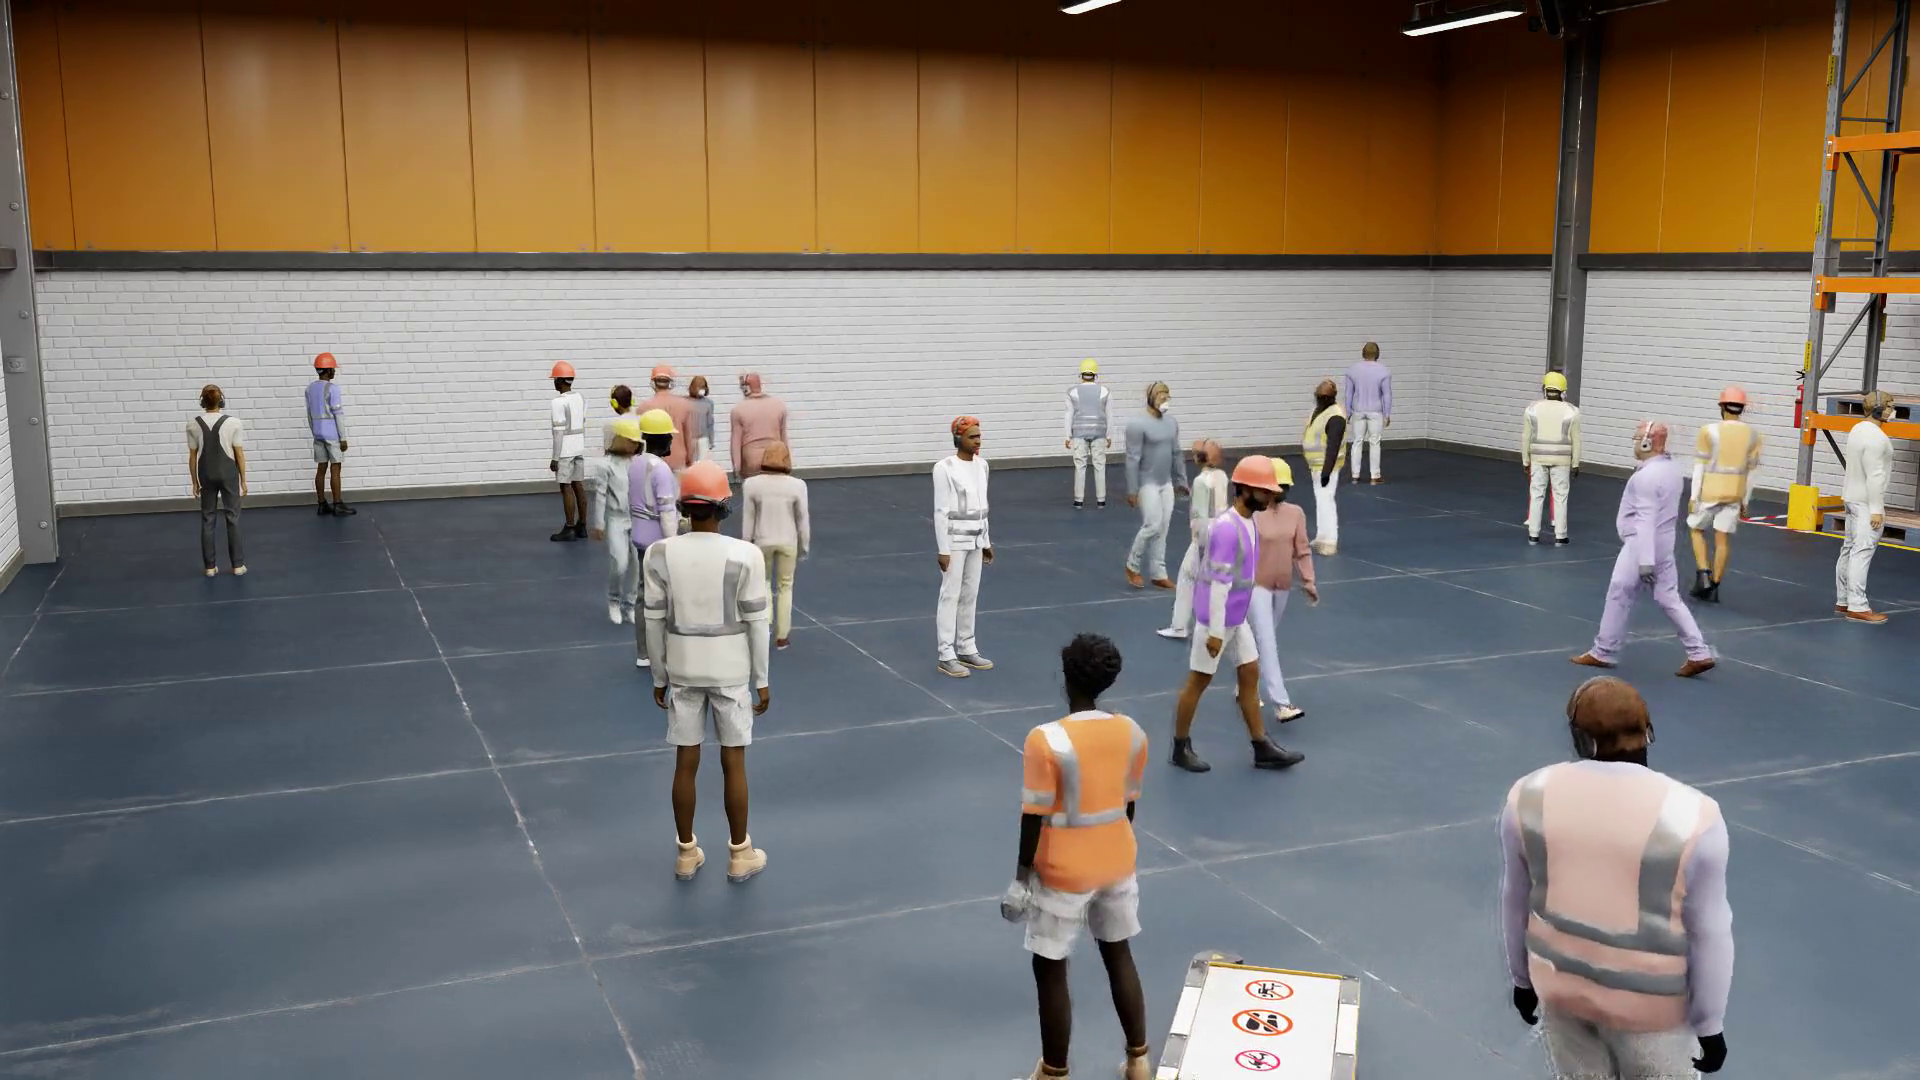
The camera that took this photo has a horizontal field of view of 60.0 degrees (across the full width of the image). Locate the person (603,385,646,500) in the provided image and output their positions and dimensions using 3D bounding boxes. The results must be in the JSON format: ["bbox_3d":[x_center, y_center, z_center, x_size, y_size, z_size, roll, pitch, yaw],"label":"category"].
[{"bbox_3d":[-3.185,-0.565,15.916,0.535,1.823,0.929,-7,12,-36],"label":"person"}]

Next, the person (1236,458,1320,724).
[{"bbox_3d":[2.065,0.325,10.865,0.528,1.713,0.931,-5,10,-26],"label":"person"}]

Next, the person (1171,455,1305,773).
[{"bbox_3d":[1.612,0.446,9.668,0.806,1.884,0.575,5,11,27],"label":"person"}]

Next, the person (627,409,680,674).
[{"bbox_3d":[-2.204,0.010,12.122,0.369,1.928,0.586,-7,11,-35],"label":"person"}]

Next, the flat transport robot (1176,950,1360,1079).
[{"bbox_3d":[1.084,1.854,5.958,0.652,0.197,1.431,2,10,15],"label":"flat transport robot"}]

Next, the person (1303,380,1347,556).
[{"bbox_3d":[3.739,-0.756,17.173,0.433,1.811,0.756,-1,9,-4],"label":"person"}]

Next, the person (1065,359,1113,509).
[{"bbox_3d":[1.569,-1.289,20.277,0.586,1.835,0.403,0,9,0],"label":"person"}]

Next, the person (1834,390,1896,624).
[{"bbox_3d":[7.558,-0.282,13.862,0.373,1.940,0.627,2,10,13],"label":"person"}]

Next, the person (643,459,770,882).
[{"bbox_3d":[-1.201,0.633,7.998,0.607,2.044,0.378,1,9,8],"label":"person"}]

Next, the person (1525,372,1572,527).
[{"bbox_3d":[6.663,-1.021,18.865,0.526,1.768,0.316,1,9,9],"label":"person"}]

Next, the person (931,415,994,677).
[{"bbox_3d":[0.031,0.039,12.083,0.354,1.883,0.573,7,12,38],"label":"person"}]

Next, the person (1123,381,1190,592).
[{"bbox_3d":[1.790,-0.487,15.128,0.441,1.929,0.654,9,13,43],"label":"person"}]

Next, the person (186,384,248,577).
[{"bbox_3d":[-7.082,-0.563,15.886,0.501,1.839,0.341,-2,10,-10],"label":"person"}]

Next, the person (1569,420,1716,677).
[{"bbox_3d":[5.009,0.062,12.024,0.988,1.868,0.646,9,13,43],"label":"person"}]

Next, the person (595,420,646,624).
[{"bbox_3d":[-2.733,-0.138,13.667,0.511,1.710,0.408,-7,12,-36],"label":"person"}]

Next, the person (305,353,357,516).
[{"bbox_3d":[-7.470,-1.246,19.701,0.544,1.939,0.354,5,11,27],"label":"person"}]

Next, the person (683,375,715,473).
[{"bbox_3d":[-3.322,-1.257,20.722,0.529,1.611,0.480,-7,12,-36],"label":"person"}]

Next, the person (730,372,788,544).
[{"bbox_3d":[-2.089,-0.827,17.400,0.659,1.867,0.802,-4,10,-23],"label":"person"}]

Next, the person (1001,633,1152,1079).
[{"bbox_3d":[0.446,1.178,5.840,0.591,1.674,0.390,-7,12,-37],"label":"person"}]

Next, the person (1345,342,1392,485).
[{"bbox_3d":[5.527,-1.711,22.525,0.635,1.936,0.352,5,11,29],"label":"person"}]

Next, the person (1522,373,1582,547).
[{"bbox_3d":[6.255,-0.846,17.595,0.597,1.831,0.403,5,11,29],"label":"person"}]

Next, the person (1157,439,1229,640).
[{"bbox_3d":[1.893,0.010,13.088,0.729,1.614,0.529,7,12,37],"label":"person"}]

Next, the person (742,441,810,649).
[{"bbox_3d":[-1.418,0.037,12.891,0.520,1.617,0.353,0,9,-1],"label":"person"}]

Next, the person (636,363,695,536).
[{"bbox_3d":[-2.979,-0.804,16.919,0.662,1.969,0.642,-6,11,-31],"label":"person"}]

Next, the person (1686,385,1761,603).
[{"bbox_3d":[6.709,-0.402,14.661,0.578,1.909,0.447,1,9,5],"label":"person"}]

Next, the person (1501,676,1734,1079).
[{"bbox_3d":[1.851,1.289,4.728,0.647,1.809,0.459,9,13,43],"label":"person"}]

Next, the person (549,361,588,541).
[{"bbox_3d":[-4.237,-0.951,17.916,0.354,1.939,0.544,3,10,20],"label":"person"}]
